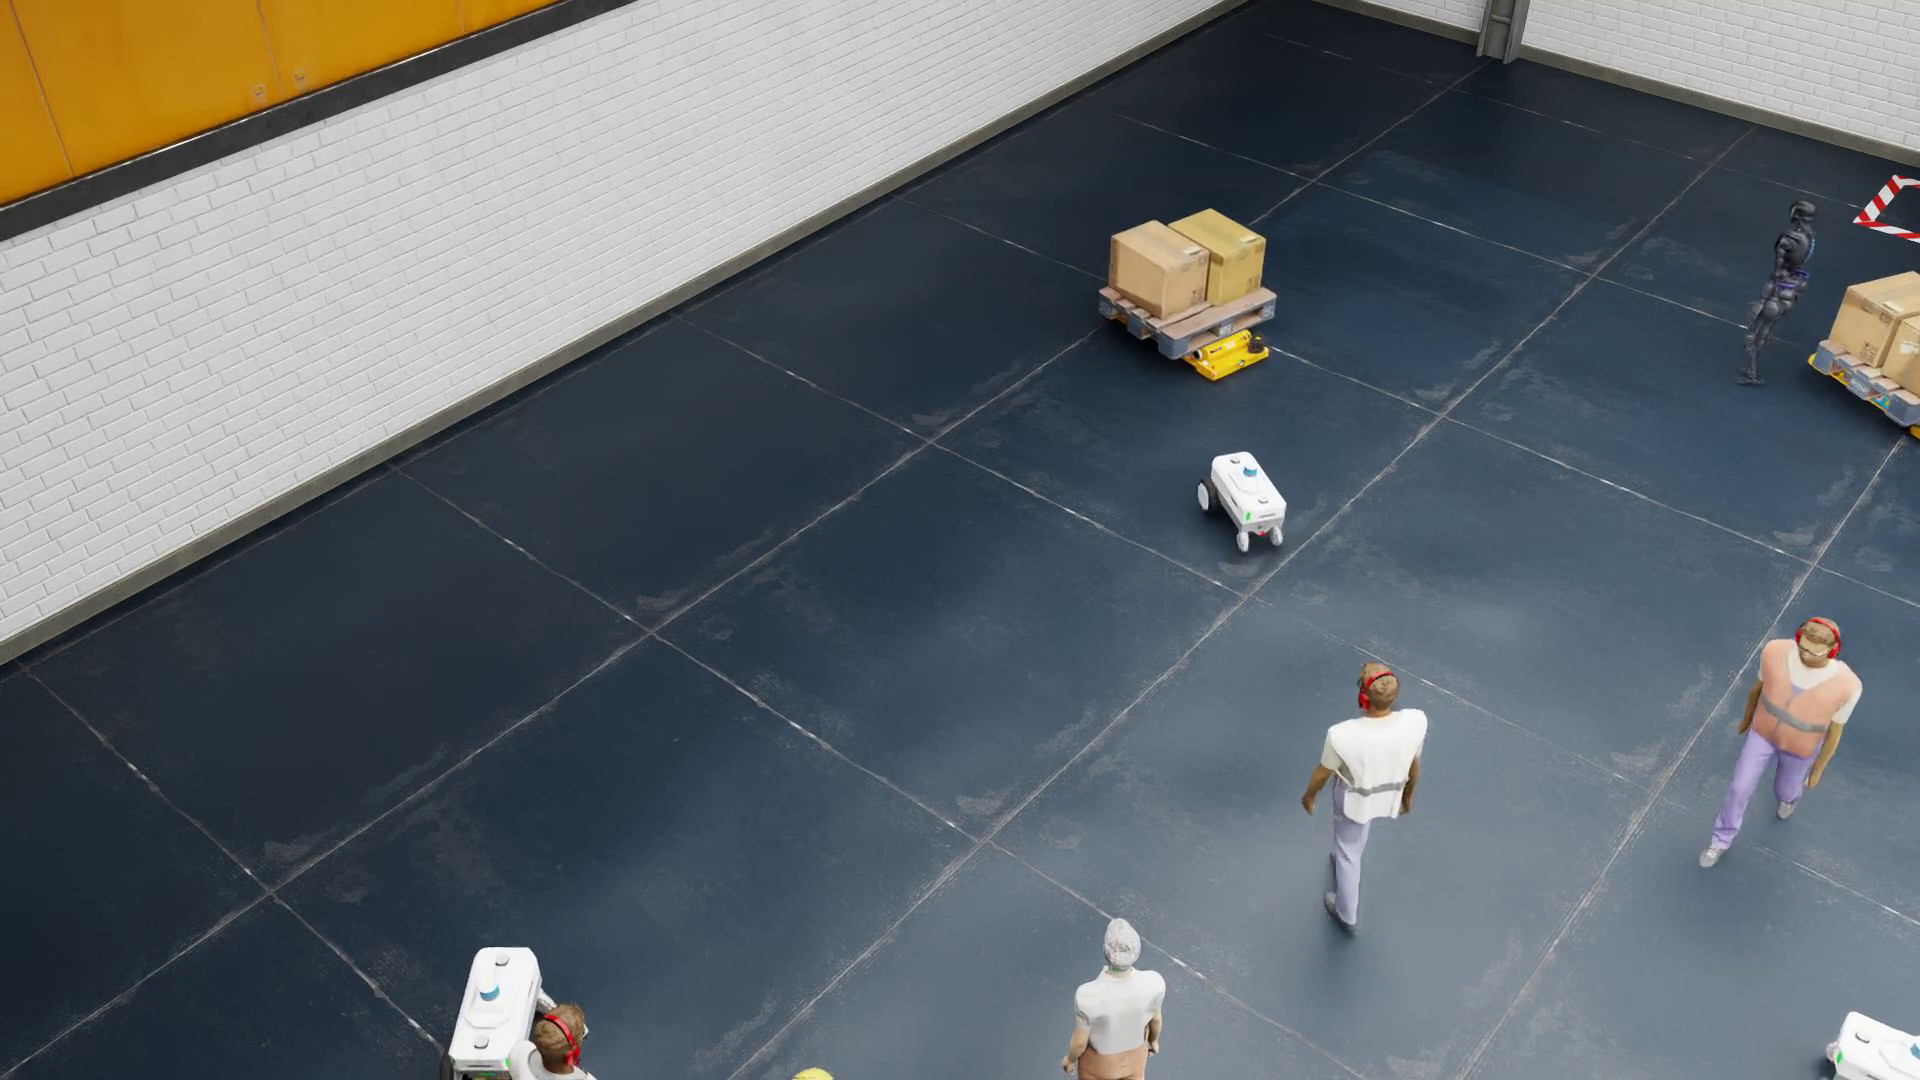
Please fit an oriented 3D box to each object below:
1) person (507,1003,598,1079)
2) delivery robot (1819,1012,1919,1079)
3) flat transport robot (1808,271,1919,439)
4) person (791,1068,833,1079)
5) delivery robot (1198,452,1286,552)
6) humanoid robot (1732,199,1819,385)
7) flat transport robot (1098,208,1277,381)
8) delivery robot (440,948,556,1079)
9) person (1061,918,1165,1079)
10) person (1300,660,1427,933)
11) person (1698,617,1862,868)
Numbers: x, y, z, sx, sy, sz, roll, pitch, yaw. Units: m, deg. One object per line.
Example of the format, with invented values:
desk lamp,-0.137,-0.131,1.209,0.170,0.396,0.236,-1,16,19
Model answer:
person,-1.748,2.778,7.595,0.562,1.833,0.408,24,45,27
delivery robot,4.913,2.802,8.595,0.807,0.613,0.499,23,44,26
flat transport robot,7.860,-1.251,13.839,0.659,0.231,1.431,-14,41,-17
person,-0.447,2.867,7.581,0.523,1.706,0.740,32,49,33
delivery robot,2.141,-0.332,12.486,0.499,0.613,0.797,-10,40,-12
humanoid robot,6.733,-2.033,13.695,0.614,1.655,0.362,-29,47,-31
flat transport robot,1.983,-1.886,14.627,0.659,0.231,1.431,-25,45,-27
delivery robot,-2.458,2.587,8.862,0.525,0.613,0.785,0,39,0
person,0.740,2.462,8.052,0.488,1.745,0.304,-9,40,-11
person,2.217,1.384,9.330,0.591,1.816,0.718,-10,40,-12
person,4.822,1.117,9.679,0.819,1.814,0.571,-32,49,-33
